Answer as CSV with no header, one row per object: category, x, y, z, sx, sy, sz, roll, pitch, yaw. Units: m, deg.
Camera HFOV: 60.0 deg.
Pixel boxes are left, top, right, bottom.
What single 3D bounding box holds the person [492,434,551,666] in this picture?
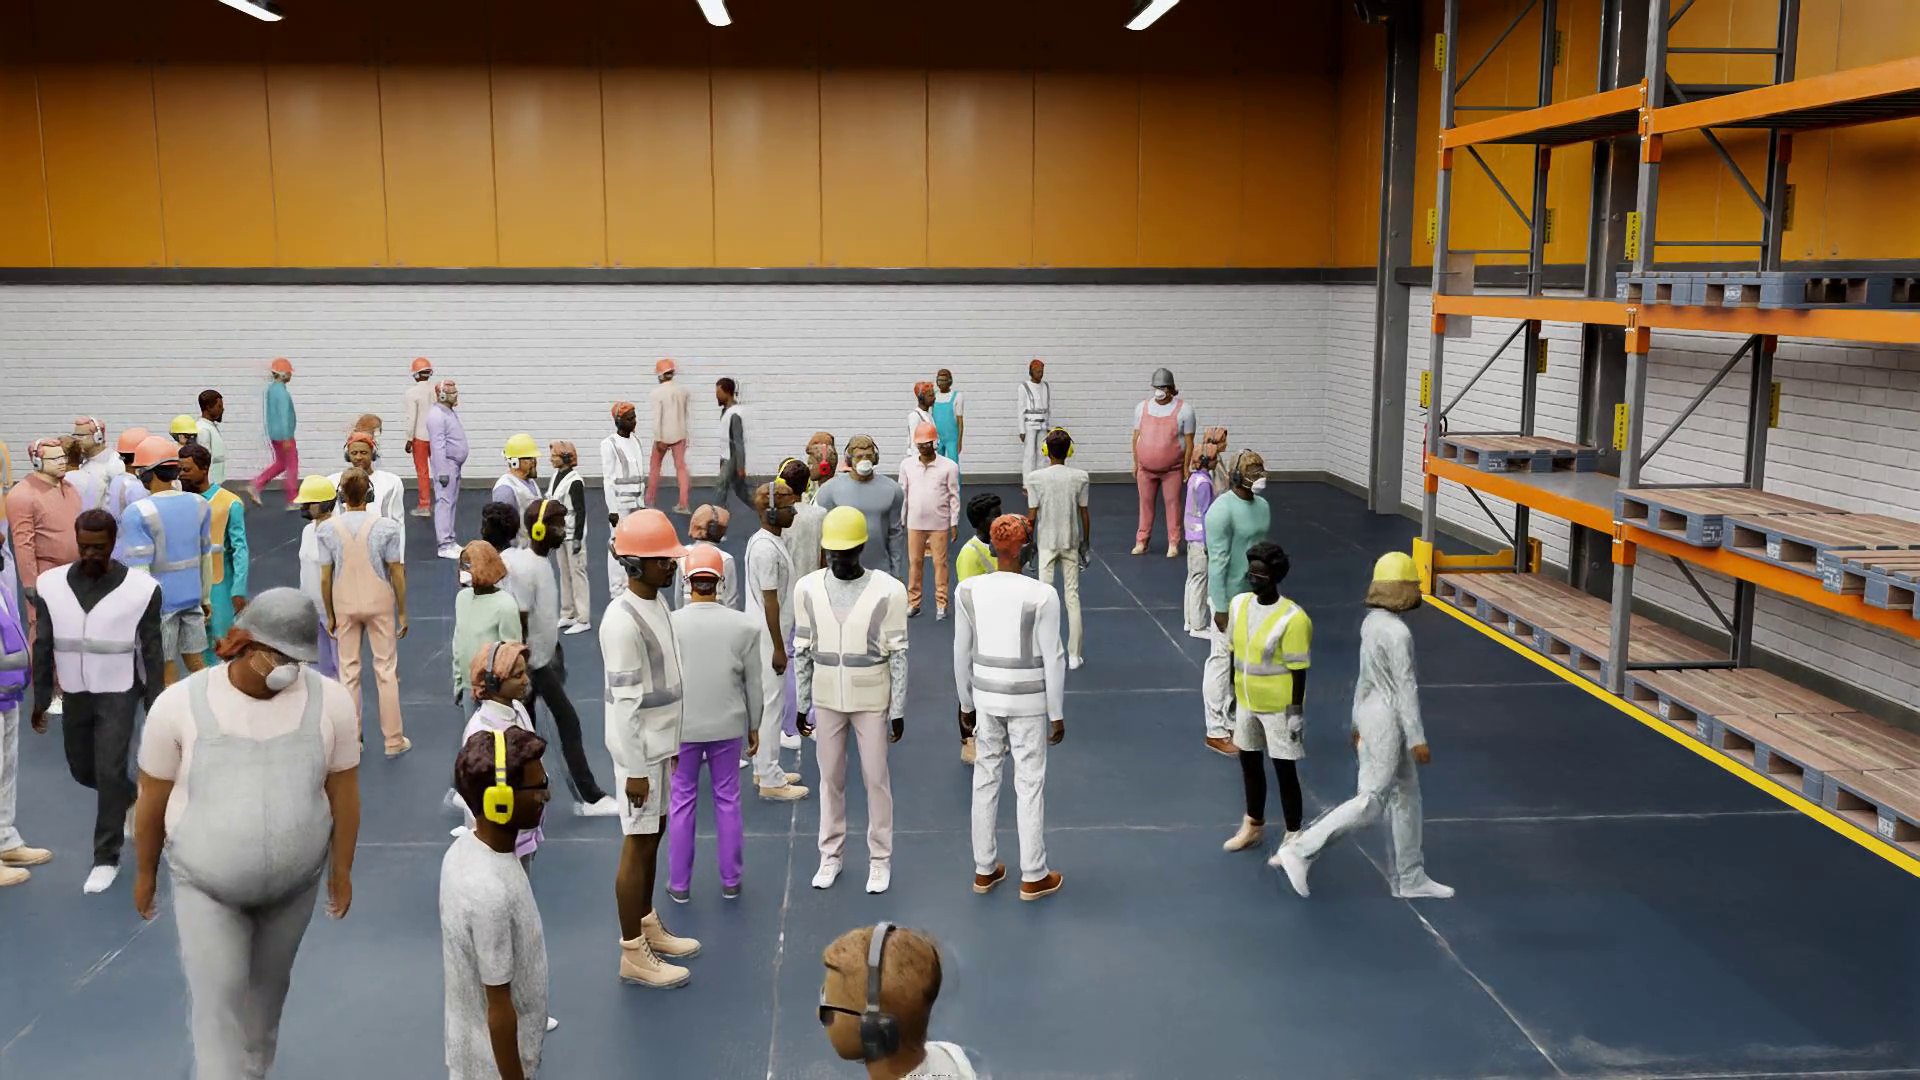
person,-3.314,0.106,12.639,0.404,1.835,0.588,1,9,4

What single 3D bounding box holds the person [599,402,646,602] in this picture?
person,-3.033,-0.313,15.120,0.355,1.883,0.575,3,10,18

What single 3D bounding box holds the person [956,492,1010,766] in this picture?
person,0.145,0.545,10.312,0.319,1.697,0.533,3,10,18

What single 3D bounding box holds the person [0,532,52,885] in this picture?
person,-4.847,0.807,8.269,0.429,1.830,0.642,-2,9,-13

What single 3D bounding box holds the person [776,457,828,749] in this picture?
person,-1.062,0.408,10.669,0.328,1.861,0.513,9,12,43

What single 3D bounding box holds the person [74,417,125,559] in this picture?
person,-6.876,-0.029,13.260,0.644,1.908,0.408,4,10,23

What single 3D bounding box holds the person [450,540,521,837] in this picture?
person,-2.525,0.808,8.858,0.500,1.633,0.280,7,11,36

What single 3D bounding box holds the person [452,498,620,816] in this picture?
person,-2.369,0.669,9.217,1.006,1.818,0.532,-1,9,-8

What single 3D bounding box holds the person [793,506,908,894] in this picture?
person,-0.542,0.779,8.156,0.586,1.920,0.397,2,9,14

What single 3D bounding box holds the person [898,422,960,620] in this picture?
person,-0.288,-0.165,14.592,0.573,1.749,0.339,2,9,14

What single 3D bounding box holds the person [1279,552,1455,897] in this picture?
person,1.978,0.903,8.033,0.805,1.702,0.501,1,9,4

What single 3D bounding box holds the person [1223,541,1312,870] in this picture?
person,1.576,0.836,8.532,0.322,1.691,0.544,-6,11,-33

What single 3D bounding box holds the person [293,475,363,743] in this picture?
person,-4.051,0.460,10.637,0.522,1.767,0.307,7,11,36

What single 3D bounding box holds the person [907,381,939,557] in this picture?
person,-0.392,-0.770,17.992,0.355,1.882,0.573,2,9,12

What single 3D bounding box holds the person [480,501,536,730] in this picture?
person,-2.684,0.611,9.896,0.322,1.696,0.536,-1,9,-6

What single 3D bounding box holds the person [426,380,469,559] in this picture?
person,-5.477,-0.762,17.860,0.406,1.911,0.639,-1,9,-6

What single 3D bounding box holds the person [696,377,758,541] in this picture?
person,-2.540,-0.929,18.992,0.949,1.875,0.601,-2,9,-14

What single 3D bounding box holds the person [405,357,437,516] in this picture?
person,-6.738,-1.300,20.962,0.388,1.992,0.625,6,11,32

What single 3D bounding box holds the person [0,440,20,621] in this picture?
person,-8.422,-0.233,14.472,0.362,1.928,0.587,-5,10,-29

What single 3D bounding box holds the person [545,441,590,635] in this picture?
person,-3.311,-0.025,14.064,0.315,1.641,0.514,-7,11,-36

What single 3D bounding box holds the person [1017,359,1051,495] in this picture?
person,1.033,-1.542,22.856,0.586,1.879,0.357,-8,12,-41

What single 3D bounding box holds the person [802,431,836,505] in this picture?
person,-1.266,-0.171,15.041,0.279,1.628,0.504,5,11,30

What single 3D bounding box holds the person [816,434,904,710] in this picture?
person,-0.679,0.231,11.531,0.630,1.940,0.373,-3,10,-20

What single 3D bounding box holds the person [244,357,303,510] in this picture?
person,-8.769,-1.347,21.313,0.702,1.980,0.610,-8,12,-40

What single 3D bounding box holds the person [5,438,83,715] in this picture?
person,-6.276,0.240,11.572,0.407,1.910,0.638,1,9,6

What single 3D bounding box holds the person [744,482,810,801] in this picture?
person,-1.073,0.579,9.633,0.345,1.847,0.504,-2,9,-12

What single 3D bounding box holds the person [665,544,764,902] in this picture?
person,-1.236,0.884,8.063,0.574,1.738,0.352,-3,10,-18

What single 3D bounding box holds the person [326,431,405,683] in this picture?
person,-4.383,0.141,12.268,0.575,1.882,0.355,-3,10,-20

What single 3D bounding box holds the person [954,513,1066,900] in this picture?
person,0.250,0.808,8.084,0.572,1.883,0.356,5,10,27

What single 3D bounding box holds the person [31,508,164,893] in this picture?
person,-4.304,0.755,8.403,0.620,1.888,0.785,-1,9,-5

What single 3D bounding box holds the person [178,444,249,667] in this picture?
person,-5.026,0.305,11.136,0.597,1.915,0.371,3,9,18

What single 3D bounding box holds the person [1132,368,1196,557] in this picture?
person,2.156,-0.831,17.874,0.673,2.000,0.536,4,10,22

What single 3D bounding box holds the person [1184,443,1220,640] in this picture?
person,2.023,0.004,13.891,0.306,1.639,0.523,0,9,-2

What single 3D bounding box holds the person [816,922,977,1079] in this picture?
person,-0.157,1.617,3.283,0.878,1.803,0.532,3,9,15

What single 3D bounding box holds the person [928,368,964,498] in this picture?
person,-0.197,-1.282,21.348,0.508,1.838,0.334,4,10,23

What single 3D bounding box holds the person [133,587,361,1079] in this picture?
person,-2.407,1.109,5.697,0.752,2.000,0.945,-6,11,-31

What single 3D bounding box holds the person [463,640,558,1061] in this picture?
person,-1.757,1.191,6.434,0.305,1.640,0.522,0,9,-1

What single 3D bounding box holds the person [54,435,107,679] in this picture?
person,-6.629,0.132,12.493,0.358,1.835,0.516,3,10,20

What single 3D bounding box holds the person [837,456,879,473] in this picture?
person,-0.746,0.191,12.353,0.325,1.752,0.563,-1,9,-4

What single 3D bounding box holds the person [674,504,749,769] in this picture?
person,-1.540,0.596,10.171,0.516,1.638,0.317,8,12,40

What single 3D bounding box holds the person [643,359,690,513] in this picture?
person,-3.784,-1.331,21.282,0.623,1.954,0.944,-9,13,-43

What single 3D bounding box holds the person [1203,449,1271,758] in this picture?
person,1.773,0.386,10.556,0.378,1.940,0.628,7,12,39

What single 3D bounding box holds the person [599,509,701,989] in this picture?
person,-1.320,0.879,7.130,0.374,2.043,0.612,0,9,2

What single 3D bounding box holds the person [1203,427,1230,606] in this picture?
person,2.323,-0.220,15.294,0.309,1.641,0.514,3,9,16

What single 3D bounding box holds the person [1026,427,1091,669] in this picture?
person,0.753,0.068,12.769,0.508,1.872,0.329,-1,9,-4

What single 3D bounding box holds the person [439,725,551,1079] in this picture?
person,-1.186,1.403,4.398,0.321,1.867,0.532,-4,10,-23

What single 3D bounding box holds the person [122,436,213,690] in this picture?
person,-4.899,0.378,10.276,0.384,2.041,0.615,4,10,21

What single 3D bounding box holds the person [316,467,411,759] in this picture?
person,-3.711,0.461,10.373,0.508,1.847,0.345,-1,9,-9
